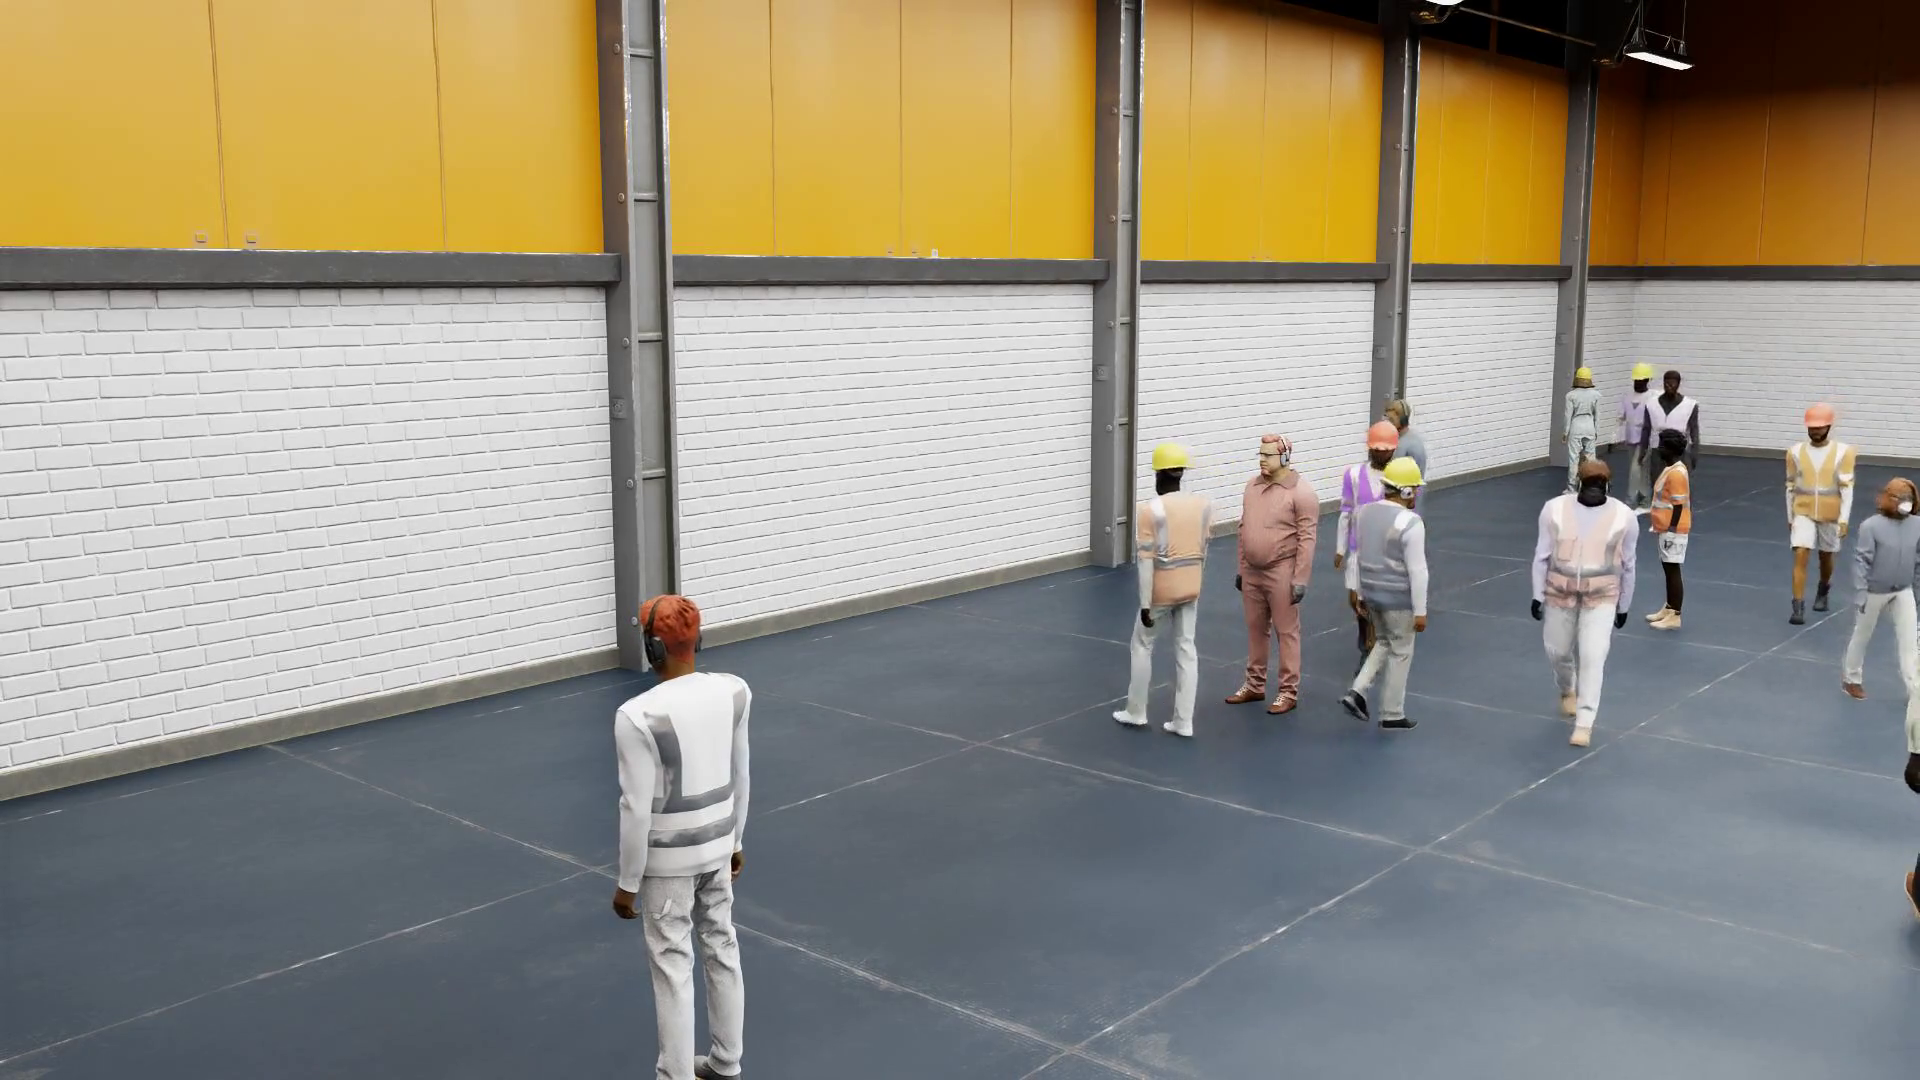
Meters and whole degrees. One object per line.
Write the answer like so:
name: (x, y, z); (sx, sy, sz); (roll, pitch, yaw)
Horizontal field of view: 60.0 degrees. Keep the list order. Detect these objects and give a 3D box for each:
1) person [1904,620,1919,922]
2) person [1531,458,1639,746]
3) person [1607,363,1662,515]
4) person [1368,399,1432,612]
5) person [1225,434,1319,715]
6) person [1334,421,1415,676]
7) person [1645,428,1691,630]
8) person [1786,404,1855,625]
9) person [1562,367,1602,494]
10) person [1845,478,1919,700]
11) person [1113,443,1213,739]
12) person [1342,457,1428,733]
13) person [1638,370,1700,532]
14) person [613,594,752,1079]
person: (4.429, 0.871, 7.191); (0.657, 1.937, 1.022); (3, 10, 20)
person: (4.037, 0.361, 10.769); (0.618, 1.814, 0.826); (5, 10, 28)
person: (8.259, -1.211, 20.412); (0.857, 1.891, 0.609); (-5, 10, -28)
person: (3.830, -0.266, 14.393); (0.578, 1.922, 0.644); (-3, 9, -16)
person: (2.121, 0.225, 11.366); (0.409, 1.909, 0.641); (-7, 11, -37)
person: (3.125, 0.041, 12.511); (0.583, 1.912, 0.651); (4, 10, 21)
person: (5.975, -0.092, 14.004); (0.318, 1.697, 0.540); (3, 10, 18)
person: (7.449, -0.253, 14.449); (0.542, 1.892, 1.008); (5, 11, 31)
person: (8.399, -1.467, 22.499); (0.484, 1.744, 0.294); (0, 9, 1)
person: (6.399, 0.376, 11.398); (0.534, 1.587, 0.854); (0, 9, -2)
person: (1.310, 0.312, 10.827); (0.602, 1.905, 0.717); (-4, 10, -26)
person: (2.795, 0.365, 10.768); (0.440, 1.813, 0.611); (-4, 10, -24)
person: (8.233, -1.031, 19.293); (0.642, 1.895, 0.511); (7, 12, 39)
person: (-0.977, 1.115, 5.852); (0.355, 1.883, 0.575); (7, 12, 38)
